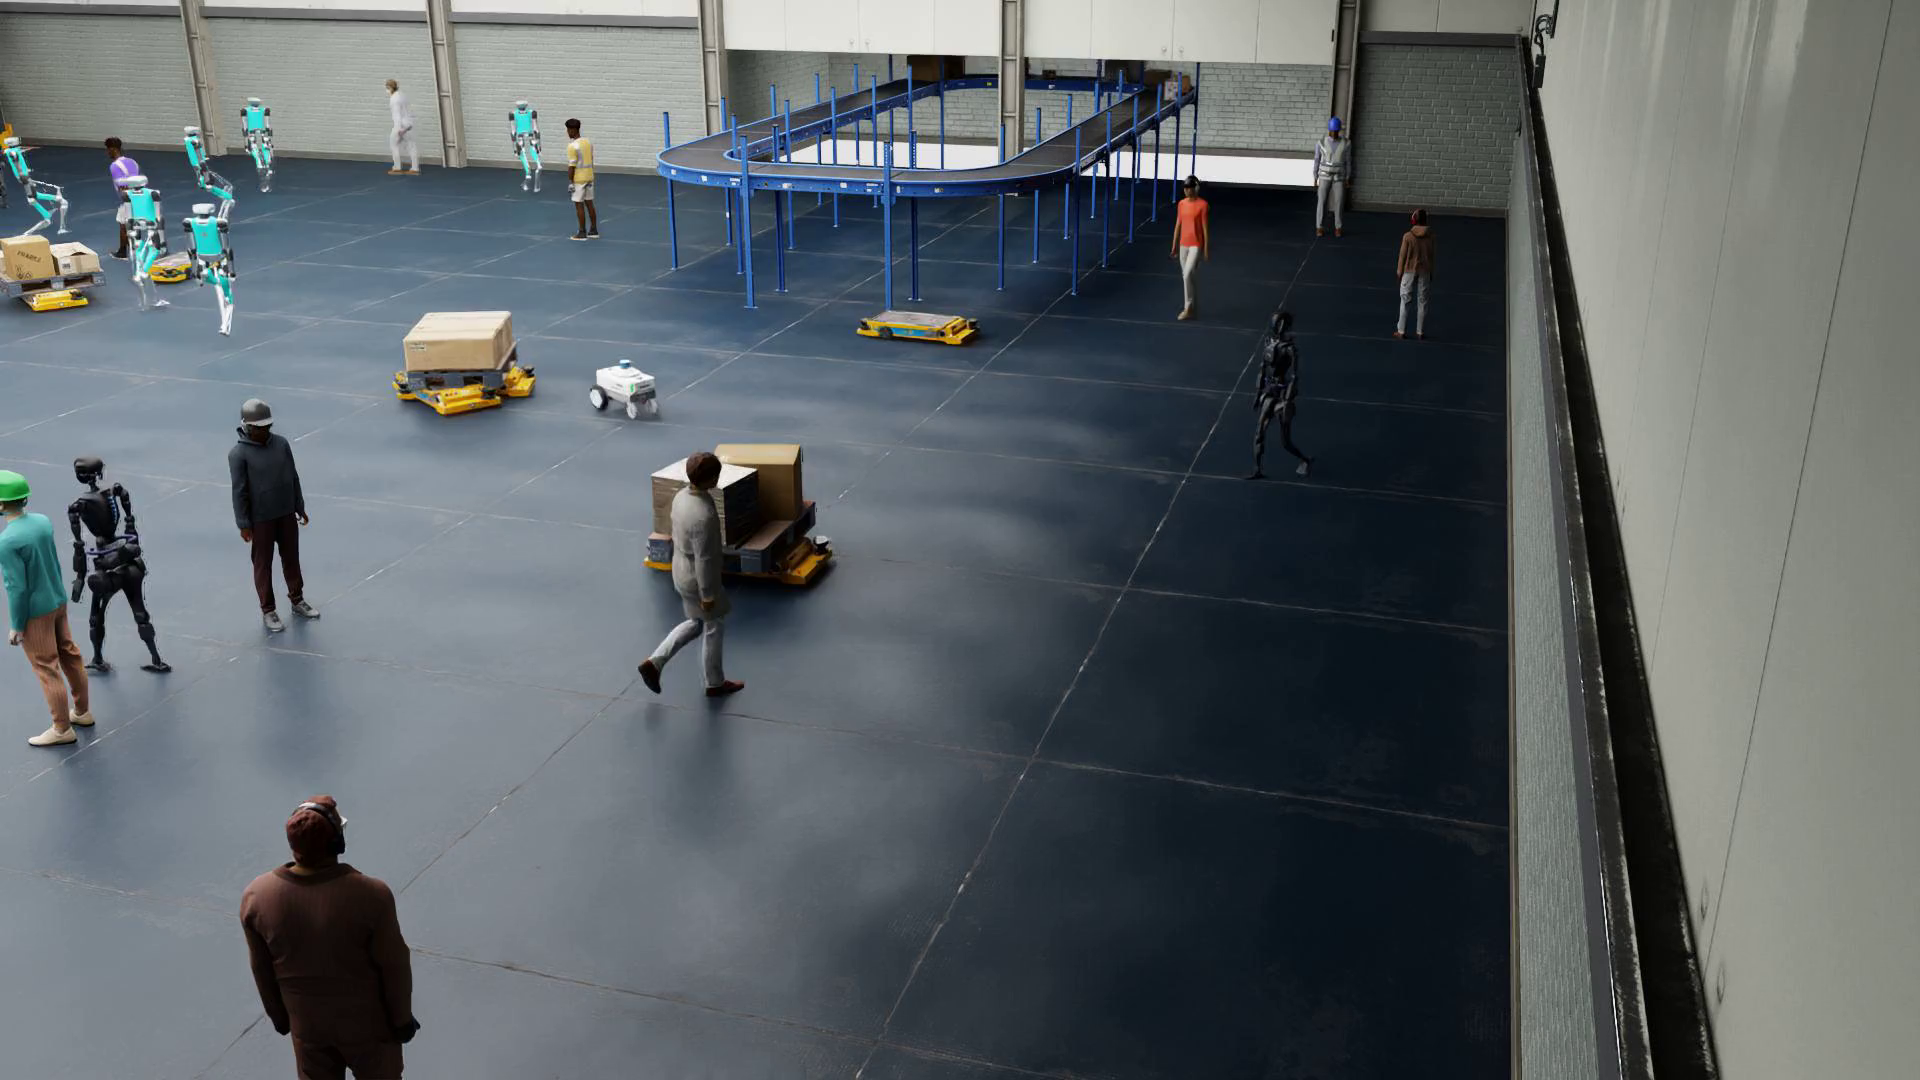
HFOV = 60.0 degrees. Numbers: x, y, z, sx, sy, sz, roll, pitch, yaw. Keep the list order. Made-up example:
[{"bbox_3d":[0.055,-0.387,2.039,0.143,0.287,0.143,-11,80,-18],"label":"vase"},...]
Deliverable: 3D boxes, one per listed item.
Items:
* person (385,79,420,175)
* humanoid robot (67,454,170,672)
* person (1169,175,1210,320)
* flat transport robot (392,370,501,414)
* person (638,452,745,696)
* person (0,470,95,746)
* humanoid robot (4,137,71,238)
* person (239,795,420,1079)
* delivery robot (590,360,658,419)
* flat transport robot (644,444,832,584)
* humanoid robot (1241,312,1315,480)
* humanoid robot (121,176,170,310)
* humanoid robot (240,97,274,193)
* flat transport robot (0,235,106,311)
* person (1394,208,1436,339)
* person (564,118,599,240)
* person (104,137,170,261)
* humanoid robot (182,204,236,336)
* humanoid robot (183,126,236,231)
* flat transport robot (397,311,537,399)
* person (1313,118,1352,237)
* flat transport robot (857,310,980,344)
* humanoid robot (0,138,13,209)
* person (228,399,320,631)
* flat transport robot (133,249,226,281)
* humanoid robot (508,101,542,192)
[{"bbox_3d":[-11.273,-8.263,33.337,0.749,1.904,0.643,4,21,9],"label":"person"},{"bbox_3d":[-6.067,0.167,11.811,0.700,1.633,0.600,7,22,17],"label":"humanoid robot"},{"bbox_3d":[2.978,-3.826,21.843,0.653,1.891,0.517,-19,28,-40],"label":"person"},{"bbox_3d":[-5.746,-1.690,18.561,0.659,0.231,1.431,-17,27,-36],"label":"flat transport robot"},{"bbox_3d":[-1.849,0.278,11.326,0.667,1.807,0.522,-12,24,-28],"label":"person"},{"bbox_3d":[-5.997,0.444,10.796,0.362,1.875,0.517,2,21,6],"label":"person"},{"bbox_3d":[-14.762,-5.604,26.747,1.064,1.747,0.563,-12,24,-27],"label":"humanoid robot"},{"bbox_3d":[-2.560,1.927,6.905,0.641,1.909,0.402,1,21,4],"label":"person"},{"bbox_3d":[-3.651,-1.653,18.095,0.789,0.614,0.499,20,28,41],"label":"delivery robot"},{"bbox_3d":[-1.853,0.112,13.887,1.431,0.231,0.659,6,22,15],"label":"flat transport robot"},{"bbox_3d":[3.074,-1.373,15.843,0.723,1.643,0.586,-10,23,-25],"label":"humanoid robot"},{"bbox_3d":[-11.046,-3.911,22.438,0.540,1.896,0.767,1,21,3],"label":"humanoid robot"},{"bbox_3d":[-13.155,-7.398,31.366,0.558,1.778,0.899,-12,24,-29],"label":"humanoid robot"},{"bbox_3d":[-12.594,-3.433,23.083,0.659,0.231,1.431,-16,26,-36],"label":"flat transport robot"},{"bbox_3d":[5.734,-3.338,20.921,0.463,1.648,0.326,0,21,0],"label":"person"},{"bbox_3d":[-6.170,-5.862,27.047,0.389,1.954,0.616,9,23,22],"label":"person"},{"bbox_3d":[-12.631,-5.186,25.367,1.048,1.900,0.593,5,22,12],"label":"person"},{"bbox_3d":[-9.346,-3.405,20.955,0.552,1.727,1.004,-2,21,-6],"label":"humanoid robot"},{"bbox_3d":[-12.408,-6.005,27.685,0.761,1.771,0.541,-16,26,-36],"label":"humanoid robot"},{"bbox_3d":[-5.559,-1.770,18.769,1.431,0.231,0.659,-2,21,-5],"label":"flat transport robot"},{"bbox_3d":[6.104,-5.959,27.328,0.616,1.932,0.416,3,21,7],"label":"person"},{"bbox_3d":[-0.529,-2.713,21.213,1.431,0.231,0.659,8,23,20],"label":"flat transport robot"},{"bbox_3d":[-17.353,-6.767,29.786,0.470,1.646,0.595,7,22,17],"label":"humanoid robot"},{"bbox_3d":[-5.209,-0.206,12.579,0.380,1.806,0.548,15,26,34],"label":"person"},{"bbox_3d":[-11.568,-4.078,24.756,0.659,0.231,1.431,4,21,10],"label":"flat transport robot"},{"bbox_3d":[-8.044,-7.269,30.992,0.548,1.732,1.015,-9,23,-23],"label":"humanoid robot"}]
